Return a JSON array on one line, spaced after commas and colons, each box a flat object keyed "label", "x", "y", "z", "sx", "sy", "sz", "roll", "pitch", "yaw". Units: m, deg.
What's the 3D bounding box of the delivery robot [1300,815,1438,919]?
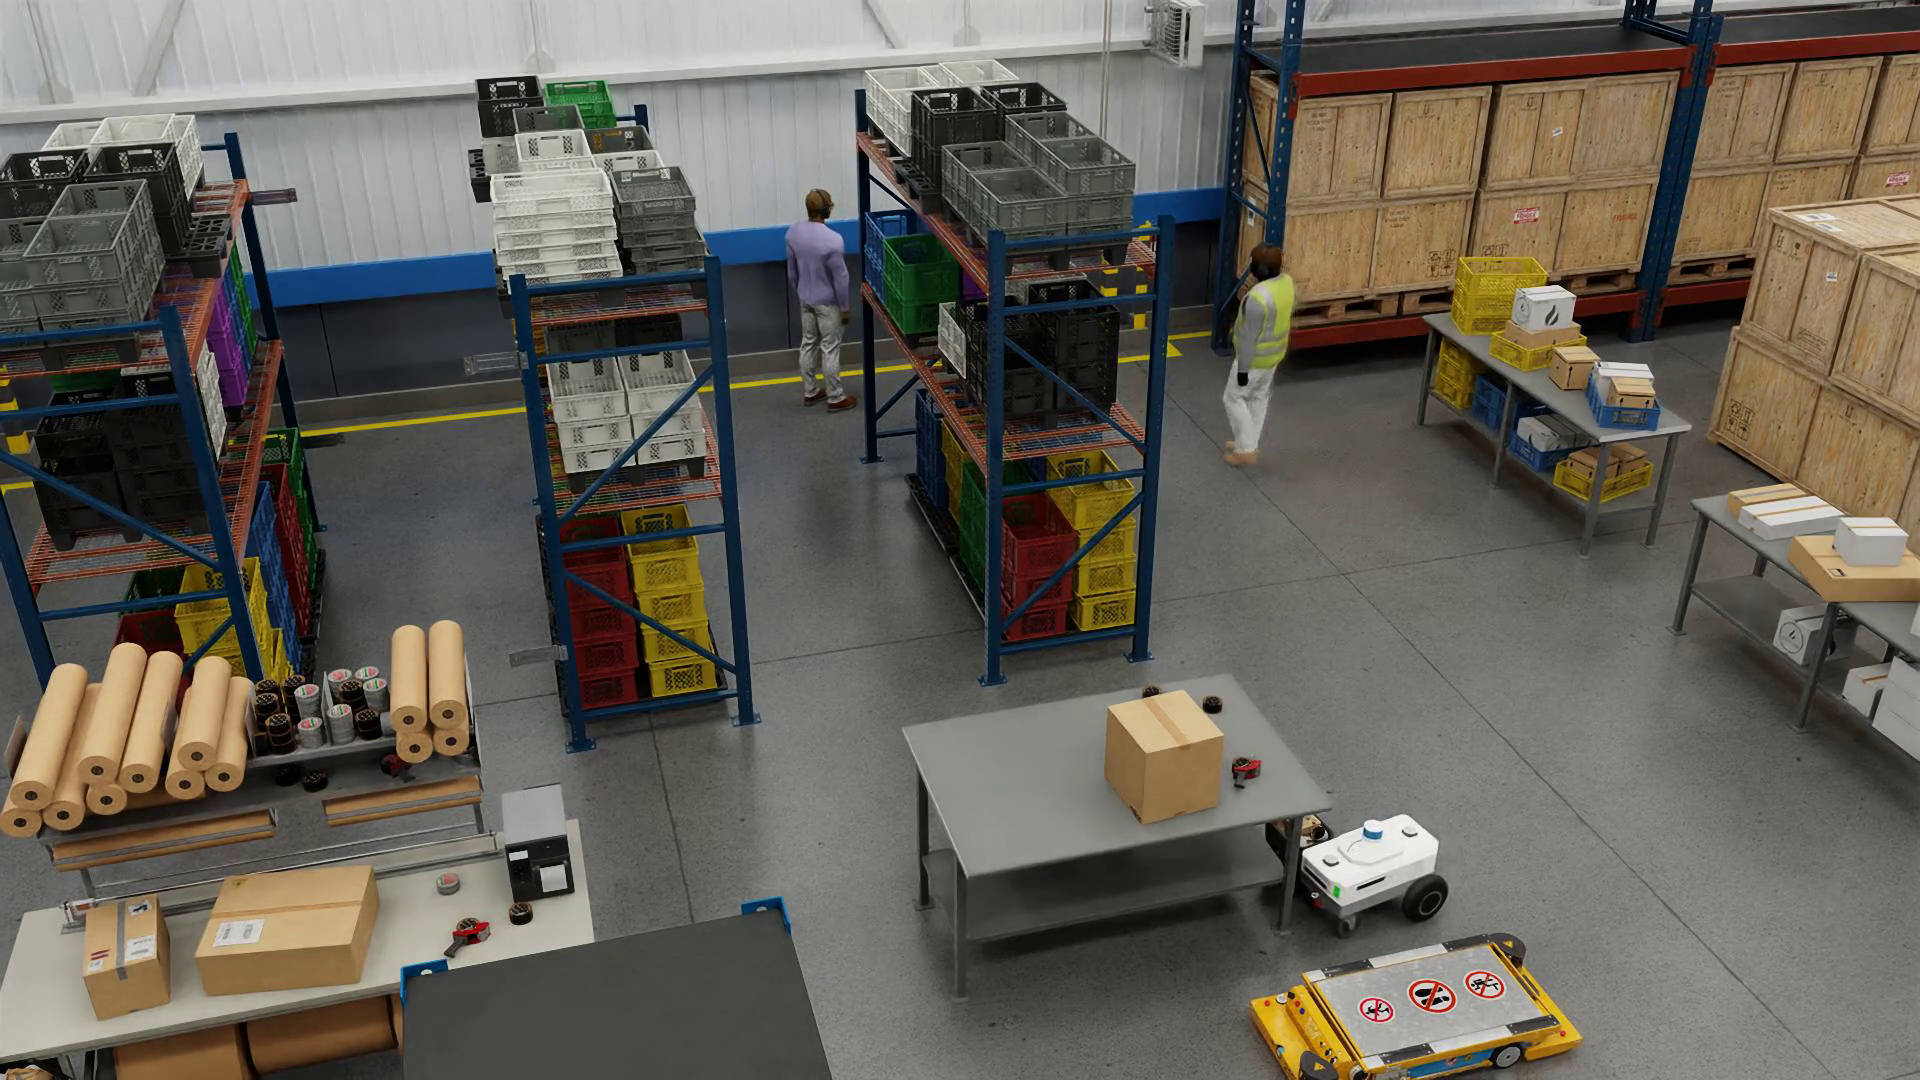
[{"label": "delivery robot", "x": 2.131, "y": 1.683, "z": 8.684, "sx": 0.707, "sy": 0.478, "sz": 0.477, "roll": -14, "pitch": 32, "yaw": -23}]

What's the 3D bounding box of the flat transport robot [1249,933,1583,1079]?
[{"label": "flat transport robot", "x": 2.184, "y": 2.282, "z": 7.980, "sx": 1.431, "sy": 0.197, "sz": 0.652, "roll": -8, "pitch": 30, "yaw": -14}]

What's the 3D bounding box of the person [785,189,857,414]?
[{"label": "person", "x": -1.178, "y": -2.027, "z": 14.101, "sx": 0.627, "sy": 1.941, "sz": 0.370, "roll": 21, "pitch": 35, "yaw": 33}]

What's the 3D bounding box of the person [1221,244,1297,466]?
[{"label": "person", "x": 2.356, "y": -1.467, "z": 13.190, "sx": 0.463, "sy": 1.838, "sz": 0.652, "roll": 22, "pitch": 36, "yaw": 35}]
